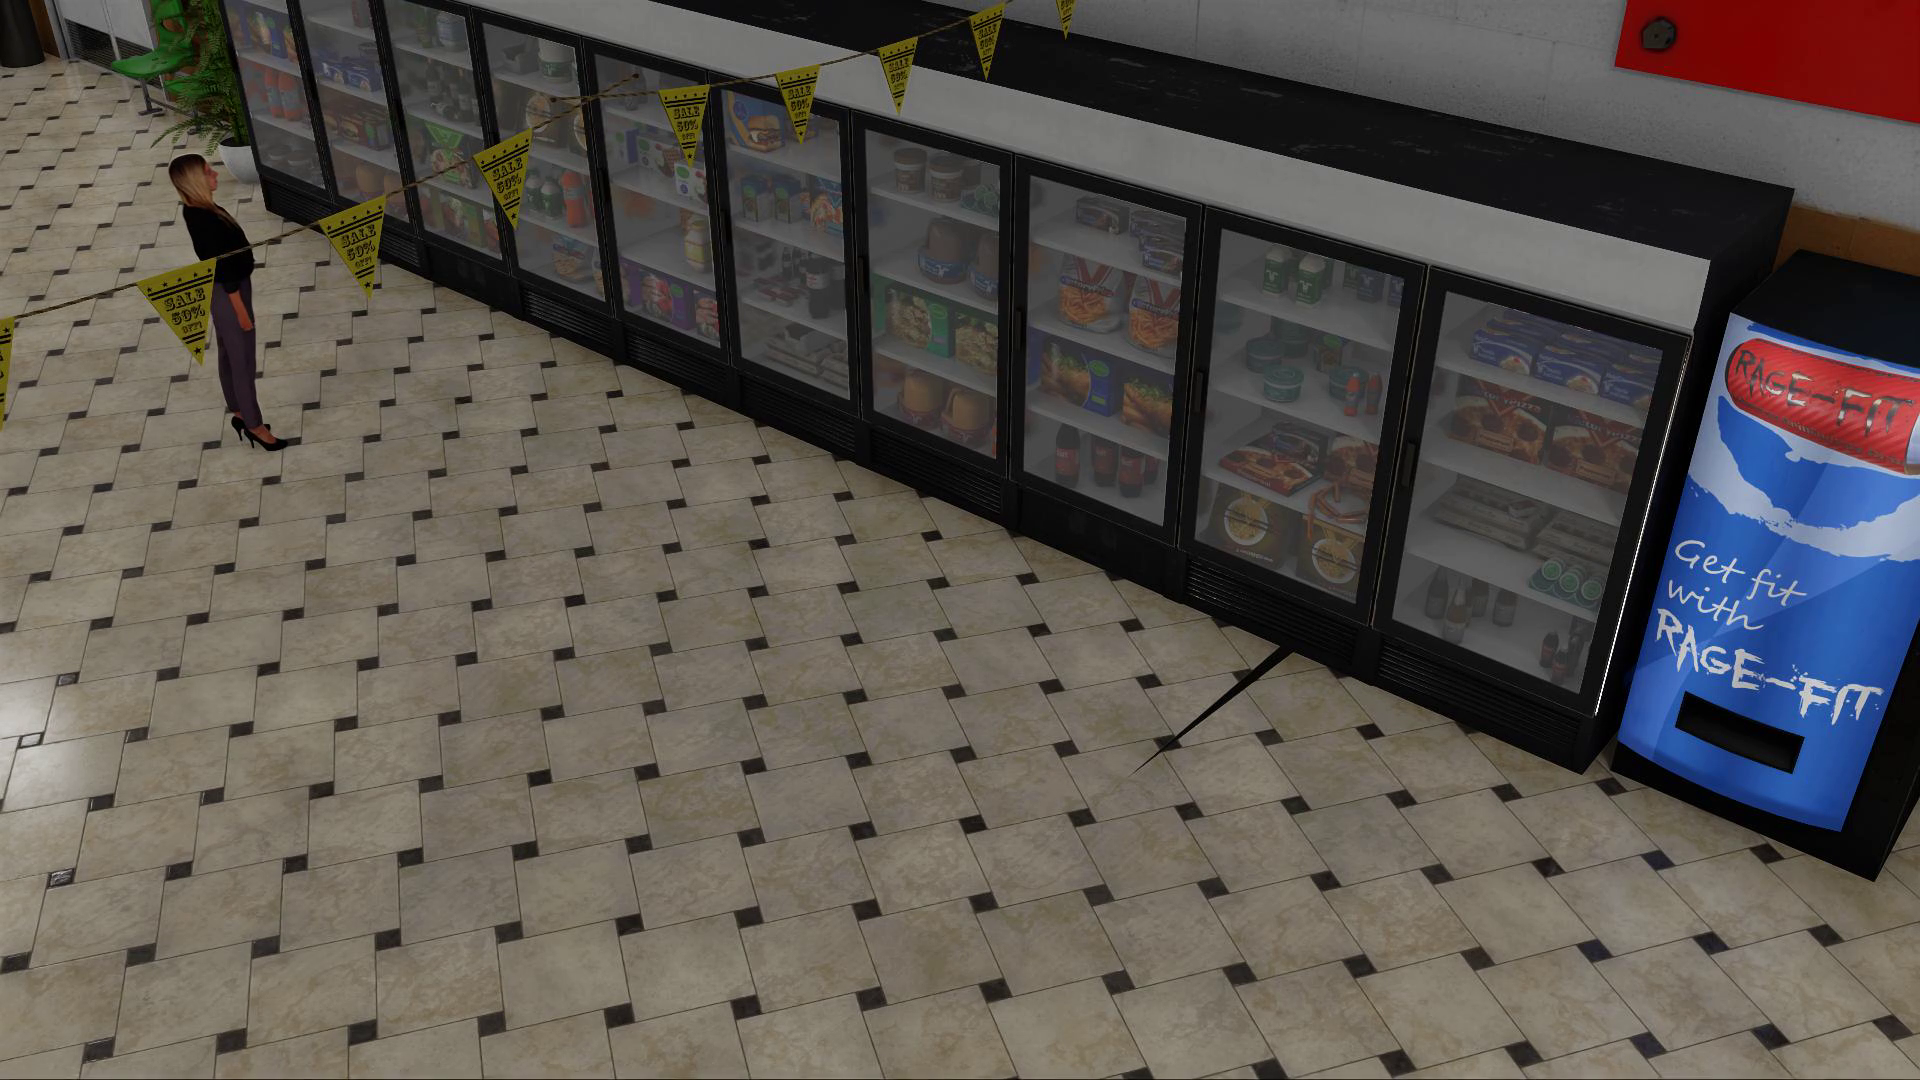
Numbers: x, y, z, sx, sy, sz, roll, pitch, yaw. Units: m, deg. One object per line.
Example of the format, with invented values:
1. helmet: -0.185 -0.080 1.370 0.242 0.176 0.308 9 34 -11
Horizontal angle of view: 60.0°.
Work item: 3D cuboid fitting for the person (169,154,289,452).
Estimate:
1. person: -3.963 -1.268 8.973 0.606 1.672 0.647 -21 38 -30
